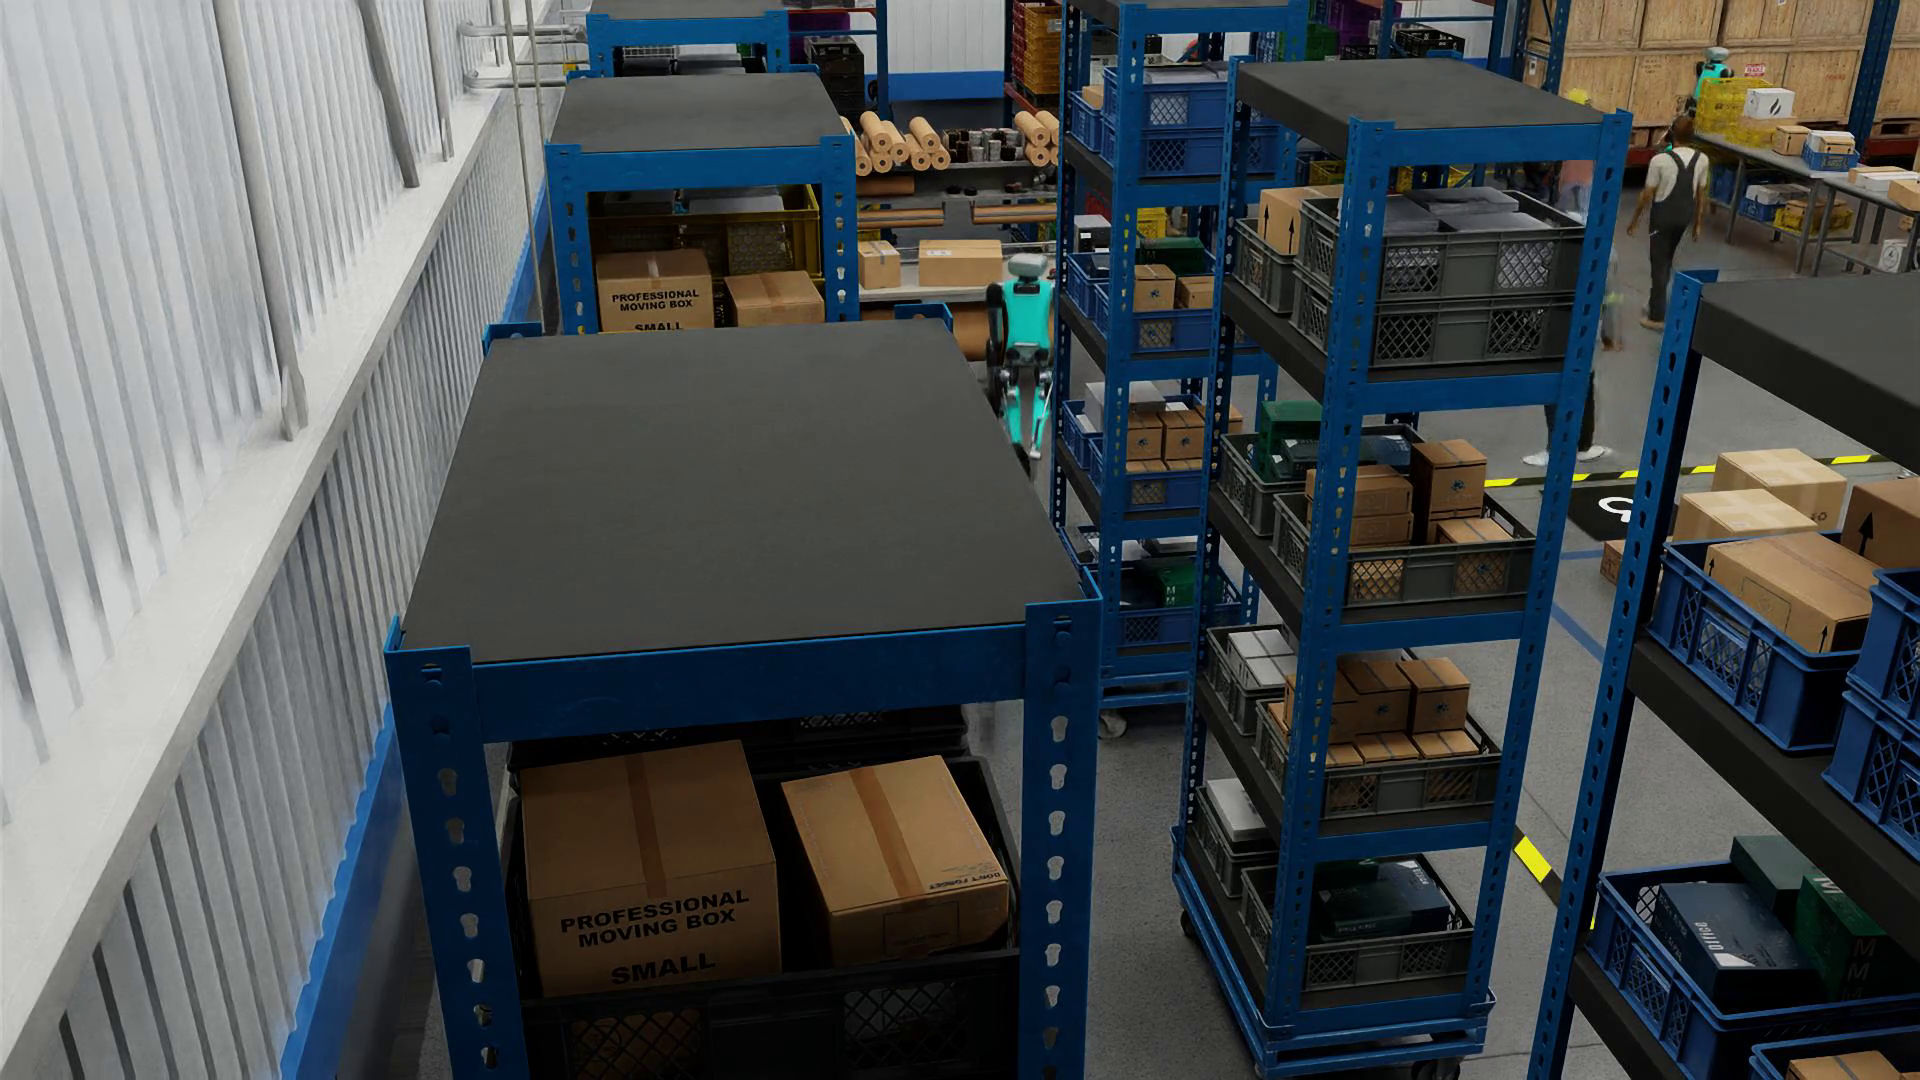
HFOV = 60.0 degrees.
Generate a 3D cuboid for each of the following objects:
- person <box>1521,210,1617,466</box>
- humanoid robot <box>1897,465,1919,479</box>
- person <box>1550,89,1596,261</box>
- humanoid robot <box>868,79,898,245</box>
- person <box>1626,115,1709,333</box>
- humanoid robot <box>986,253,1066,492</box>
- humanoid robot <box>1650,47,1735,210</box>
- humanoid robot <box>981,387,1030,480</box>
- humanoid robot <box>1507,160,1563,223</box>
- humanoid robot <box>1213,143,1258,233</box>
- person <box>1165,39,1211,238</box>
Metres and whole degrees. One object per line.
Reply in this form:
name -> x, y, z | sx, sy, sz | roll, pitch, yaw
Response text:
person -> 4.260, -1.393, 11.491 | 0.749, 1.810, 0.383 | -13, 28, -26
humanoid robot -> 6.430, -1.141, 10.860 | 0.735, 1.677, 0.533 | -12, 27, -23
person -> 5.980, -3.468, 16.095 | 0.522, 1.725, 0.790 | -4, 25, -9
humanoid robot -> -0.802, -3.861, 16.988 | 0.315, 1.657, 0.599 | 1, 25, 3
person -> 6.104, -2.757, 14.437 | 0.535, 1.810, 0.766 | -3, 25, -6
humanoid robot -> 0.398, -0.874, 10.486 | 0.544, 1.751, 1.036 | 4, 25, 8
humanoid robot -> 7.948, -4.461, 18.350 | 0.816, 1.879, 0.547 | -6, 25, -12
humanoid robot -> 0.056, 0.032, 8.547 | 0.605, 1.646, 0.435 | 1, 25, 2
humanoid robot -> 5.252, -3.067, 15.309 | 0.585, 1.628, 0.771 | -7, 26, -15
humanoid robot -> 2.853, -3.995, 17.322 | 0.592, 1.642, 0.470 | -3, 25, -7
person -> 2.381, -4.144, 17.208 | 0.616, 2.028, 0.413 | -16, 29, -31
